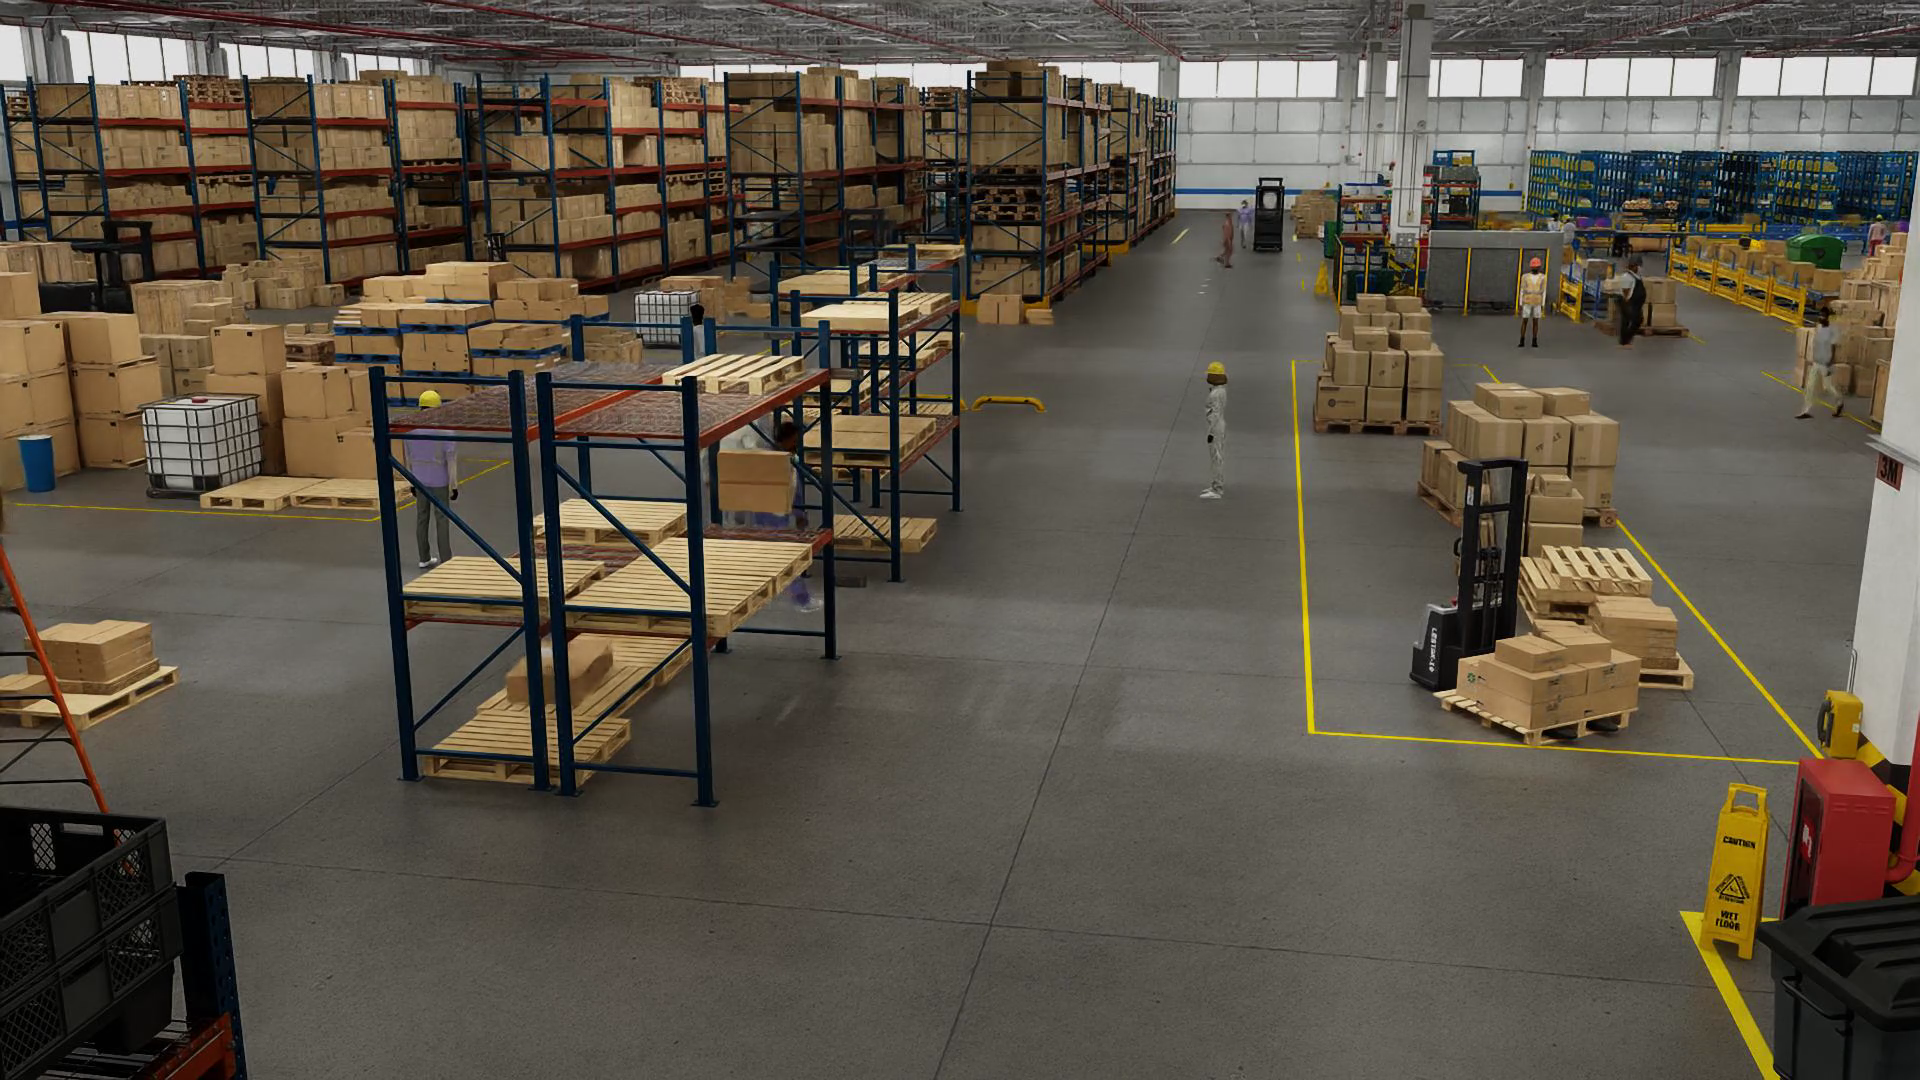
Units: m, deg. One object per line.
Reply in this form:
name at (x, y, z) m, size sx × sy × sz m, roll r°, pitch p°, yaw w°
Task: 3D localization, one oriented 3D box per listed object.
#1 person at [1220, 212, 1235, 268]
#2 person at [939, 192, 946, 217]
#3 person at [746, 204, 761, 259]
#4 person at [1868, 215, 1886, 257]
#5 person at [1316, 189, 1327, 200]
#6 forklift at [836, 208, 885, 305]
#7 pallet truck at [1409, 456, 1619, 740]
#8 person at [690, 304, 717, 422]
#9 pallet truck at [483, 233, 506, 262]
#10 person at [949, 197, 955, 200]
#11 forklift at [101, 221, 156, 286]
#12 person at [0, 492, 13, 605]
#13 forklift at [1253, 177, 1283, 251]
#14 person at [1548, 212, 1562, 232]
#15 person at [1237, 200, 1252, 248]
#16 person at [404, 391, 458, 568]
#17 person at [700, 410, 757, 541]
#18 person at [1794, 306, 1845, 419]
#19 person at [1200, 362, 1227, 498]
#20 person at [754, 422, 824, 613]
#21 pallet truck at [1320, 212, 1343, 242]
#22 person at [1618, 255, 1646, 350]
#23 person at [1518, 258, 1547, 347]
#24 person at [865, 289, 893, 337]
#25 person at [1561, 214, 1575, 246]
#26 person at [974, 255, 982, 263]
person at (9.211, -10.273, 56.949) m, size 0.433 × 1.888 × 0.665 m, roll 6°, pitch 15°, yaw 22°
person at (-0.900, -18.573, 90.939) m, size 0.542 × 1.748 × 0.603 m, roll 2°, pitch 14°, yaw 9°
person at (-7.698, -11.275, 60.792) m, size 0.947 × 1.997 × 0.633 m, roll 7°, pitch 16°, yaw 28°
person at (32.175, -10.532, 58.370) m, size 0.533 × 1.725 × 0.896 m, roll 9°, pitch 17°, yaw 33°
person at (16.776, -15.408, 77.659) m, size 0.633 × 1.954 × 0.650 m, roll -8°, pitch 16°, yaw -30°
forklift at (-2.254, -6.445, 39.370) m, size 1.129 × 2.768 × 1.873 m, roll 3°, pitch 14°, yaw 10°
pallet truck at (4.504, 0.400, 13.395) m, size 0.823 × 1.965 × 1.885 m, roll -6°, pitch 15°, yaw -23°
person at (-4.090, -2.735, 26.236) m, size 0.395 × 1.953 × 0.620 m, roll 13°, pitch 19°, yaw 42°
pallet truck at (-11.832, -7.026, 43.548) m, size 1.885 × 1.965 × 0.823 m, roll 8°, pitch 16°, yaw 28°
person at (-0.508, -19.000, 92.575) m, size 0.600 × 1.801 × 0.441 m, roll -5°, pitch 15°, yaw -21°
forklift at (-16.772, -5.071, 33.793) m, size 1.129 × 2.768 × 1.873 m, roll 3°, pitch 14°, yaw 10°
person at (-9.607, -0.216, 16.288) m, size 0.896 × 1.819 × 0.519 m, roll 8°, pitch 16°, yaw 30°
forklift at (12.083, -12.747, 64.956) m, size 1.129 × 2.768 × 1.873 m, roll 3°, pitch 14°, yaw 10°
person at (21.833, -11.183, 61.074) m, size 0.548 × 1.678 × 0.400 m, roll -4°, pitch 14°, yaw -15°
person at (11.367, -12.627, 66.455) m, size 0.634 × 1.926 × 0.524 m, roll 7°, pitch 15°, yaw 25°
person at (-5.634, -0.639, 17.793) m, size 0.581 × 1.919 × 0.400 m, roll 2°, pitch 14°, yaw 9°
person at (-2.528, -0.721, 18.162) m, size 0.633 × 1.906 × 0.923 m, roll -2°, pitch 14°, yaw -10°
person at (14.074, -2.874, 27.013) m, size 0.818 × 1.853 × 0.512 m, roll -5°, pitch 15°, yaw -18°
person at (3.244, -1.405, 21.251) m, size 0.296 × 1.744 × 0.487 m, roll 4°, pitch 14°, yaw 16°
person at (-1.745, -0.234, 16.270) m, size 1.007 × 1.856 × 0.607 m, roll 5°, pitch 15°, yaw 20°
pallet truck at (15.874, -13.227, 70.310) m, size 0.680 × 1.201 × 1.601 m, roll 10°, pitch 17°, yaw 35°
person at (14.381, -5.084, 35.574) m, size 0.537 × 2.000 × 0.695 m, roll 12°, pitch 18°, yaw 40°
person at (12.393, -5.137, 35.998) m, size 0.553 × 1.935 × 0.364 m, roll 3°, pitch 14°, yaw 14°
person at (-1.581, -5.292, 36.947) m, size 1.017 × 1.796 × 0.517 m, roll 0°, pitch 14°, yaw 2°
person at (20.639, -10.167, 56.657) m, size 0.586 × 1.823 × 0.403 m, roll -7°, pitch 16°, yaw -27°
person at (0.637, -8.350, 49.592) m, size 0.525 × 1.670 × 0.802 m, roll 3°, pitch 14°, yaw 13°
